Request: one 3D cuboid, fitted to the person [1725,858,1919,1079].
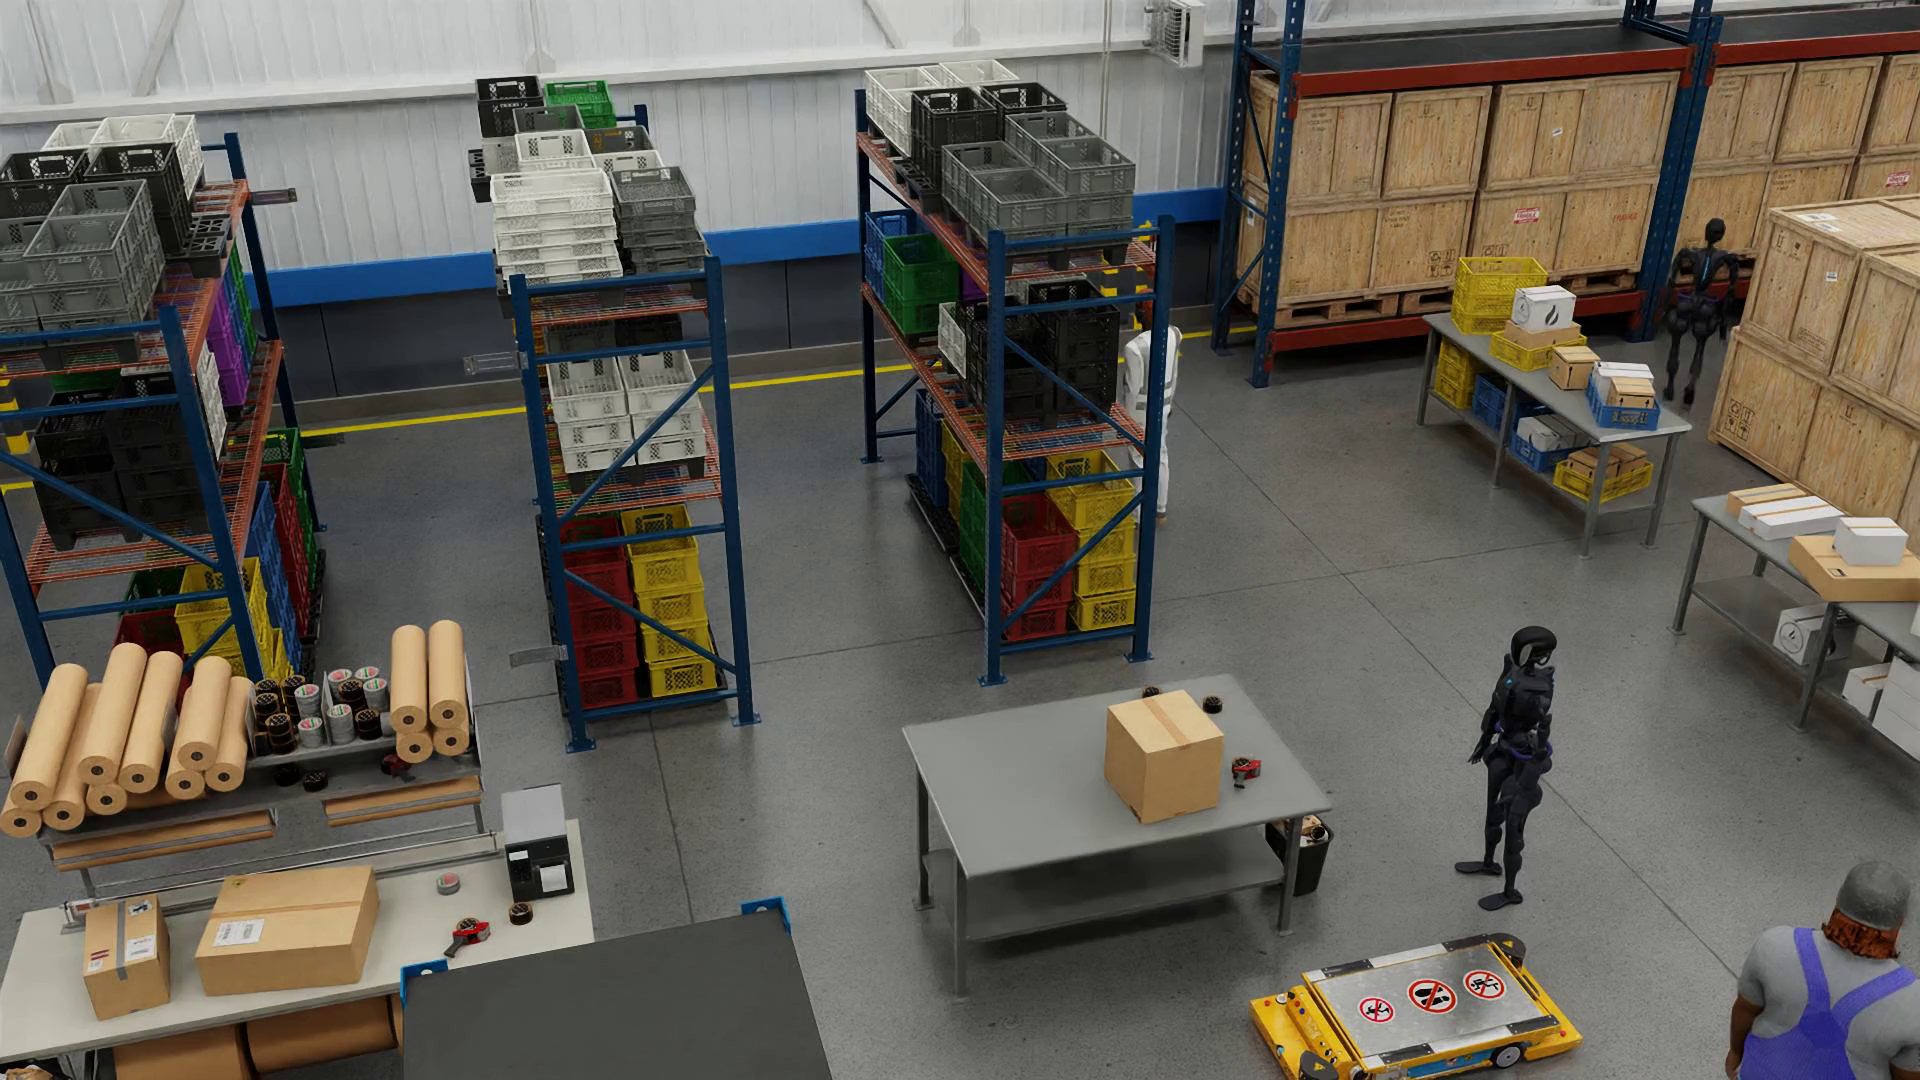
[{"bbox_3d":[3.383,2.079,6.541,0.681,2.000,0.536,24,37,36],"label":"person"}]

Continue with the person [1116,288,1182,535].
[{"bbox_3d":[1.366,-0.937,12.189,0.340,1.882,0.579,26,38,38],"label":"person"}]

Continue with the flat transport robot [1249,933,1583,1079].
[{"bbox_3d":[2.184,2.282,7.980,1.431,0.197,0.652,-8,30,-14],"label":"flat transport robot"}]

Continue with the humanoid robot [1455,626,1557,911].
[{"bbox_3d":[2.834,1.162,8.569,0.324,1.658,0.602,-4,29,-6],"label":"humanoid robot"}]

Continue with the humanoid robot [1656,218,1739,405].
[{"bbox_3d":[6.289,-1.938,14.236,0.571,1.645,0.470,11,31,19],"label":"humanoid robot"}]
